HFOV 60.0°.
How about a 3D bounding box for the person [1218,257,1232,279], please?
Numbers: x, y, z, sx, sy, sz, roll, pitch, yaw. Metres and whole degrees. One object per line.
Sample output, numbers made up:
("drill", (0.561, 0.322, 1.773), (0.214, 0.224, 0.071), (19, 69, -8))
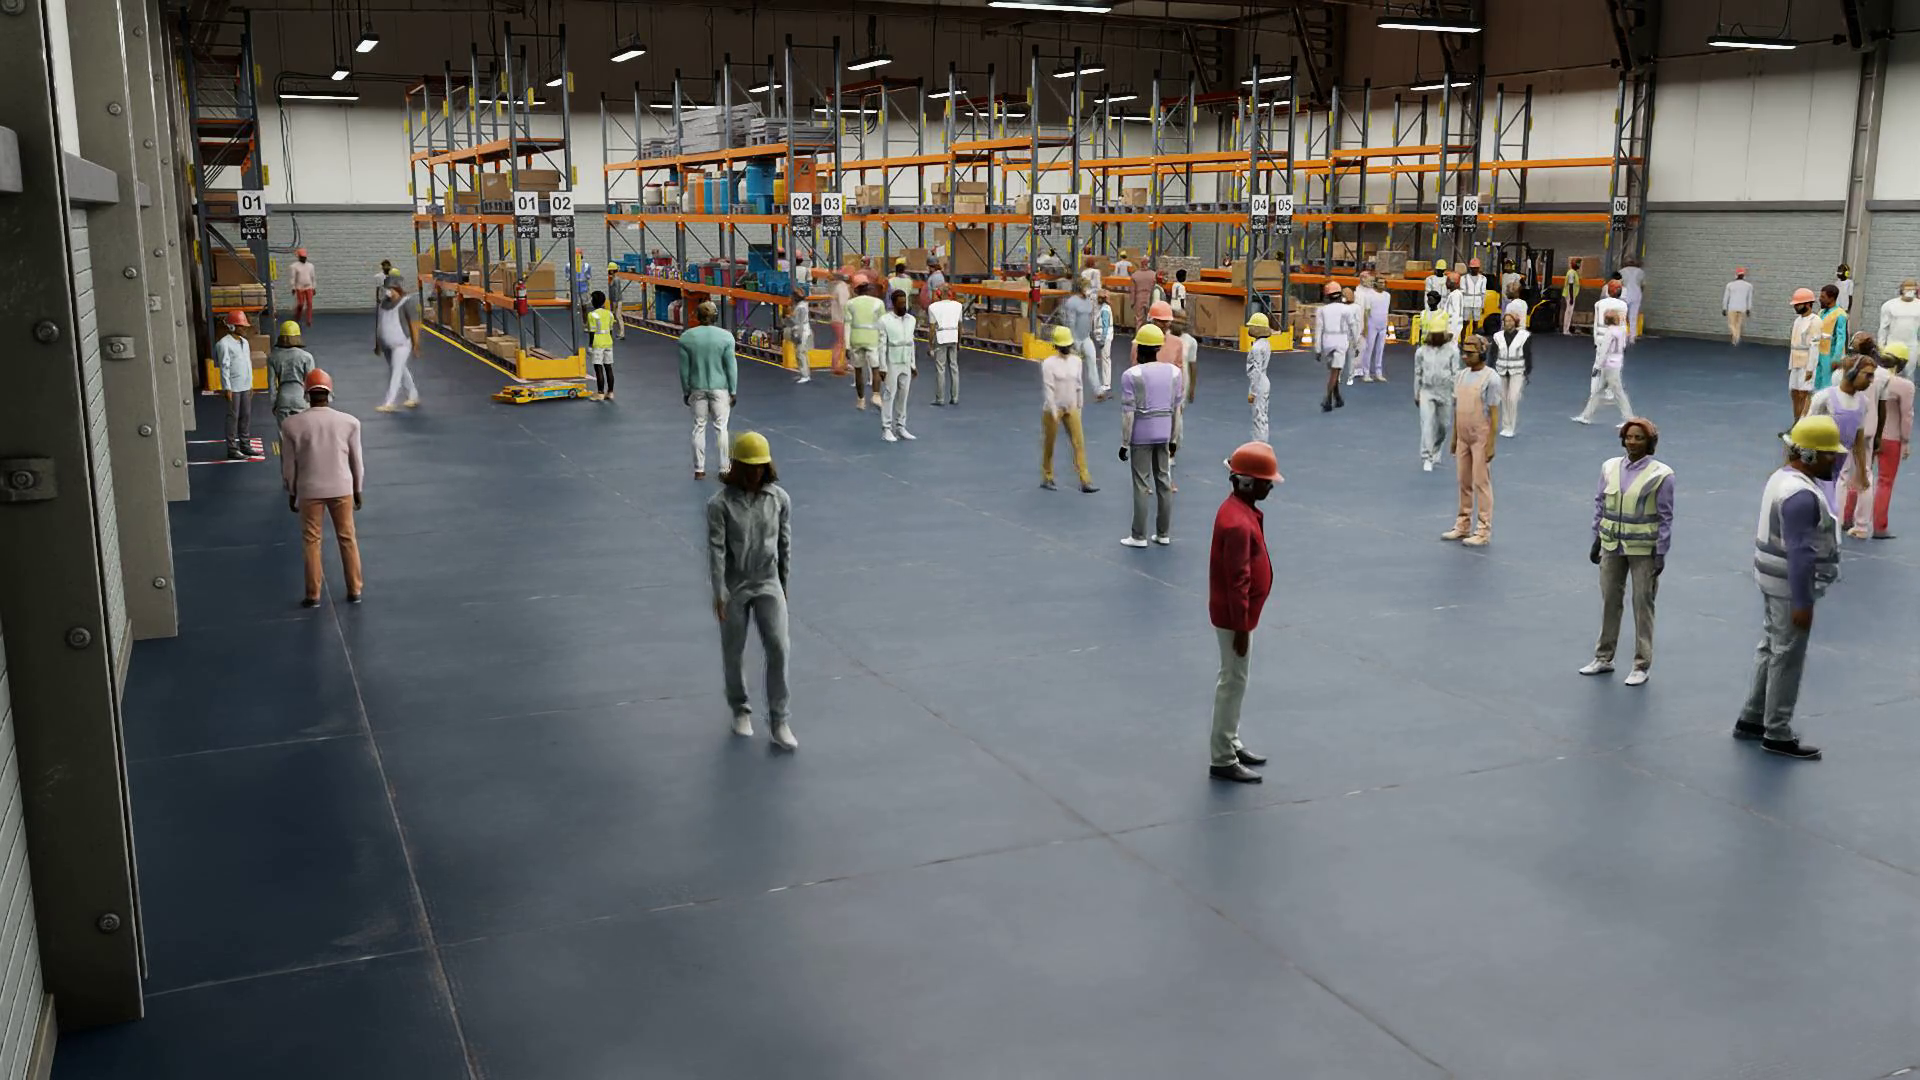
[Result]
("person", (7.612, -7.282, 47.575), (0.499, 1.634, 0.280), (1, 11, 6))

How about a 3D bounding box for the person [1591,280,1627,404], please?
("person", (9.827, -2.993, 25.179), (0.355, 1.877, 0.574), (-6, 13, -28))

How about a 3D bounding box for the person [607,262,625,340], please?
("person", (-7.845, -5.427, 37.844), (0.349, 1.758, 0.522), (-4, 12, -19))

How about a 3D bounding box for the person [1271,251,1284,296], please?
("person", (8.897, -7.145, 46.404), (0.403, 1.828, 0.596), (-10, 15, -42))

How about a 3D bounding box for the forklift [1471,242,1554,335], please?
("forklift", (13.047, -6.049, 39.881), (2.313, 2.155, 1.214), (-5, 12, -23))

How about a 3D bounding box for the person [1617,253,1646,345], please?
("person", (14.643, -5.312, 36.526), (0.699, 2.000, 0.804), (0, 11, 2))

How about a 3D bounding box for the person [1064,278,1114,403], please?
("person", (1.873, -3.003, 25.184), (0.656, 1.888, 1.005), (-10, 15, -43))

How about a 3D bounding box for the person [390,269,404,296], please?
("person", (-11.597, -4.727, 34.343), (0.317, 1.736, 0.486), (-3, 12, -15))

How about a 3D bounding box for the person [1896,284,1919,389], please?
("person", (15.697, -3.357, 27.428), (0.575, 1.702, 0.874), (-10, 15, -41))

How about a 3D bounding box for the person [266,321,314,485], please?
("person", (-7.068, -1.451, 17.664), (0.493, 1.743, 0.313), (-1, 11, -7))

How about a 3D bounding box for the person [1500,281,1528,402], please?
("person", (8.461, -3.027, 25.434), (0.507, 1.840, 0.345), (-9, 15, -40))

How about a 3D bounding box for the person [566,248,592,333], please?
("person", (-9.172, -6.006, 40.050), (0.615, 2.039, 0.383), (-3, 12, -16))

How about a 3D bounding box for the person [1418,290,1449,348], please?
("person", (7.306, -3.012, 25.728), (0.320, 1.691, 0.534), (-8, 14, -35))

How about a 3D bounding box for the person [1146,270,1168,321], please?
("person", (3.621, -4.038, 30.590), (0.384, 1.835, 0.561), (2, 11, 12))

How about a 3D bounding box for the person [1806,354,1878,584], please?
("person", (6.773, -0.555, 12.978), (0.534, 1.790, 0.676), (-5, 12, -25))

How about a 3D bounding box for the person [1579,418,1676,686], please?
("person", (4.114, 0.063, 10.221), (0.306, 1.645, 0.522), (-8, 14, -35))

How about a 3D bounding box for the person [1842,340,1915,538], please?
("person", (8.237, -0.903, 14.837), (0.347, 1.761, 0.535), (-5, 12, -25))

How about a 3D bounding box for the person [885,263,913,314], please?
("person", (-1.271, -4.625, 33.451), (0.676, 1.875, 0.552), (-7, 13, -32))

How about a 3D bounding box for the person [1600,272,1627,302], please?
("person", (13.684, -4.803, 34.905), (0.540, 1.648, 0.823), (6, 13, 28))

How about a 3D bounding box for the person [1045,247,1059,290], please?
("person", (2.728, -7.745, 49.353), (0.328, 1.862, 0.509), (11, 15, 43))

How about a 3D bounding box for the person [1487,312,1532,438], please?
("person", (7.030, -2.117, 21.377), (0.540, 1.608, 0.733), (8, 14, 37))

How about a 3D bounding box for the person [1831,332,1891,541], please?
("person", (7.851, -0.904, 14.622), (0.516, 1.844, 0.332), (0, 11, -1))

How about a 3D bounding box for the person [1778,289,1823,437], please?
("person", (10.704, -2.232, 21.189), (0.389, 1.923, 0.549), (0, 11, -1))

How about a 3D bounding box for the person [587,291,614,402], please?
("person", (-5.513, -2.968, 25.494), (0.317, 1.696, 0.537), (6, 12, 27))

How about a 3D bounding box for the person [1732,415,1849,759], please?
("person", (4.432, 0.245, 8.868), (0.437, 1.824, 0.627), (3, 12, 17))

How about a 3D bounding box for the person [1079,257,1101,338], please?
("person", (3.059, -5.586, 38.425), (0.338, 1.858, 0.754), (-11, 16, -44))

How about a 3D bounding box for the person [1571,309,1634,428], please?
("person", (8.735, -2.302, 22.381), (0.865, 1.588, 0.519), (7, 13, 31))

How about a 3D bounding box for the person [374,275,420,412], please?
("person", (-8.294, -2.932, 24.431), (0.690, 2.000, 1.017), (6, 12, 26))

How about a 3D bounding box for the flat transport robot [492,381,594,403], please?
("flat transport robot", (-6.449, -2.300, 25.733), (0.652, 0.197, 1.431), (9, 15, 40))

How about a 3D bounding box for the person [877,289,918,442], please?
("person", (-0.803, -2.216, 21.107), (0.597, 1.916, 0.370), (-11, 15, -43))

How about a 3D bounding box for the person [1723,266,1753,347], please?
("person", (16.670, -4.984, 35.644), (0.579, 1.740, 0.626), (1, 11, 5))

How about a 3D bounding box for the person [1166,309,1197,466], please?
("person", (2.454, -1.784, 19.251), (0.555, 1.801, 0.860), (1, 11, 5))

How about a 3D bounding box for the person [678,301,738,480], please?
("person", (-2.703, -1.607, 17.957), (0.635, 1.939, 0.367), (1, 11, 6))

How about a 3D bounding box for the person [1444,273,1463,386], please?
("person", (8.227, -3.516, 27.798), (0.337, 1.882, 0.584), (3, 12, 16))

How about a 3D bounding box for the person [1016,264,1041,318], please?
("person", (1.583, -5.529, 38.510), (0.590, 1.699, 0.921), (1, 11, 4))

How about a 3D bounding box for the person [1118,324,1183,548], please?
("person", (1.630, -0.889, 14.333), (0.587, 1.929, 0.357), (-6, 12, -26))

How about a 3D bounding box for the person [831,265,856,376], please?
("person", (-2.020, -3.861, 29.362), (0.590, 1.950, 0.641), (2, 11, 9))

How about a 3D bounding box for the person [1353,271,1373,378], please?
("person", (7.130, -3.794, 29.282), (0.396, 1.863, 0.749), (6, 13, 28))
